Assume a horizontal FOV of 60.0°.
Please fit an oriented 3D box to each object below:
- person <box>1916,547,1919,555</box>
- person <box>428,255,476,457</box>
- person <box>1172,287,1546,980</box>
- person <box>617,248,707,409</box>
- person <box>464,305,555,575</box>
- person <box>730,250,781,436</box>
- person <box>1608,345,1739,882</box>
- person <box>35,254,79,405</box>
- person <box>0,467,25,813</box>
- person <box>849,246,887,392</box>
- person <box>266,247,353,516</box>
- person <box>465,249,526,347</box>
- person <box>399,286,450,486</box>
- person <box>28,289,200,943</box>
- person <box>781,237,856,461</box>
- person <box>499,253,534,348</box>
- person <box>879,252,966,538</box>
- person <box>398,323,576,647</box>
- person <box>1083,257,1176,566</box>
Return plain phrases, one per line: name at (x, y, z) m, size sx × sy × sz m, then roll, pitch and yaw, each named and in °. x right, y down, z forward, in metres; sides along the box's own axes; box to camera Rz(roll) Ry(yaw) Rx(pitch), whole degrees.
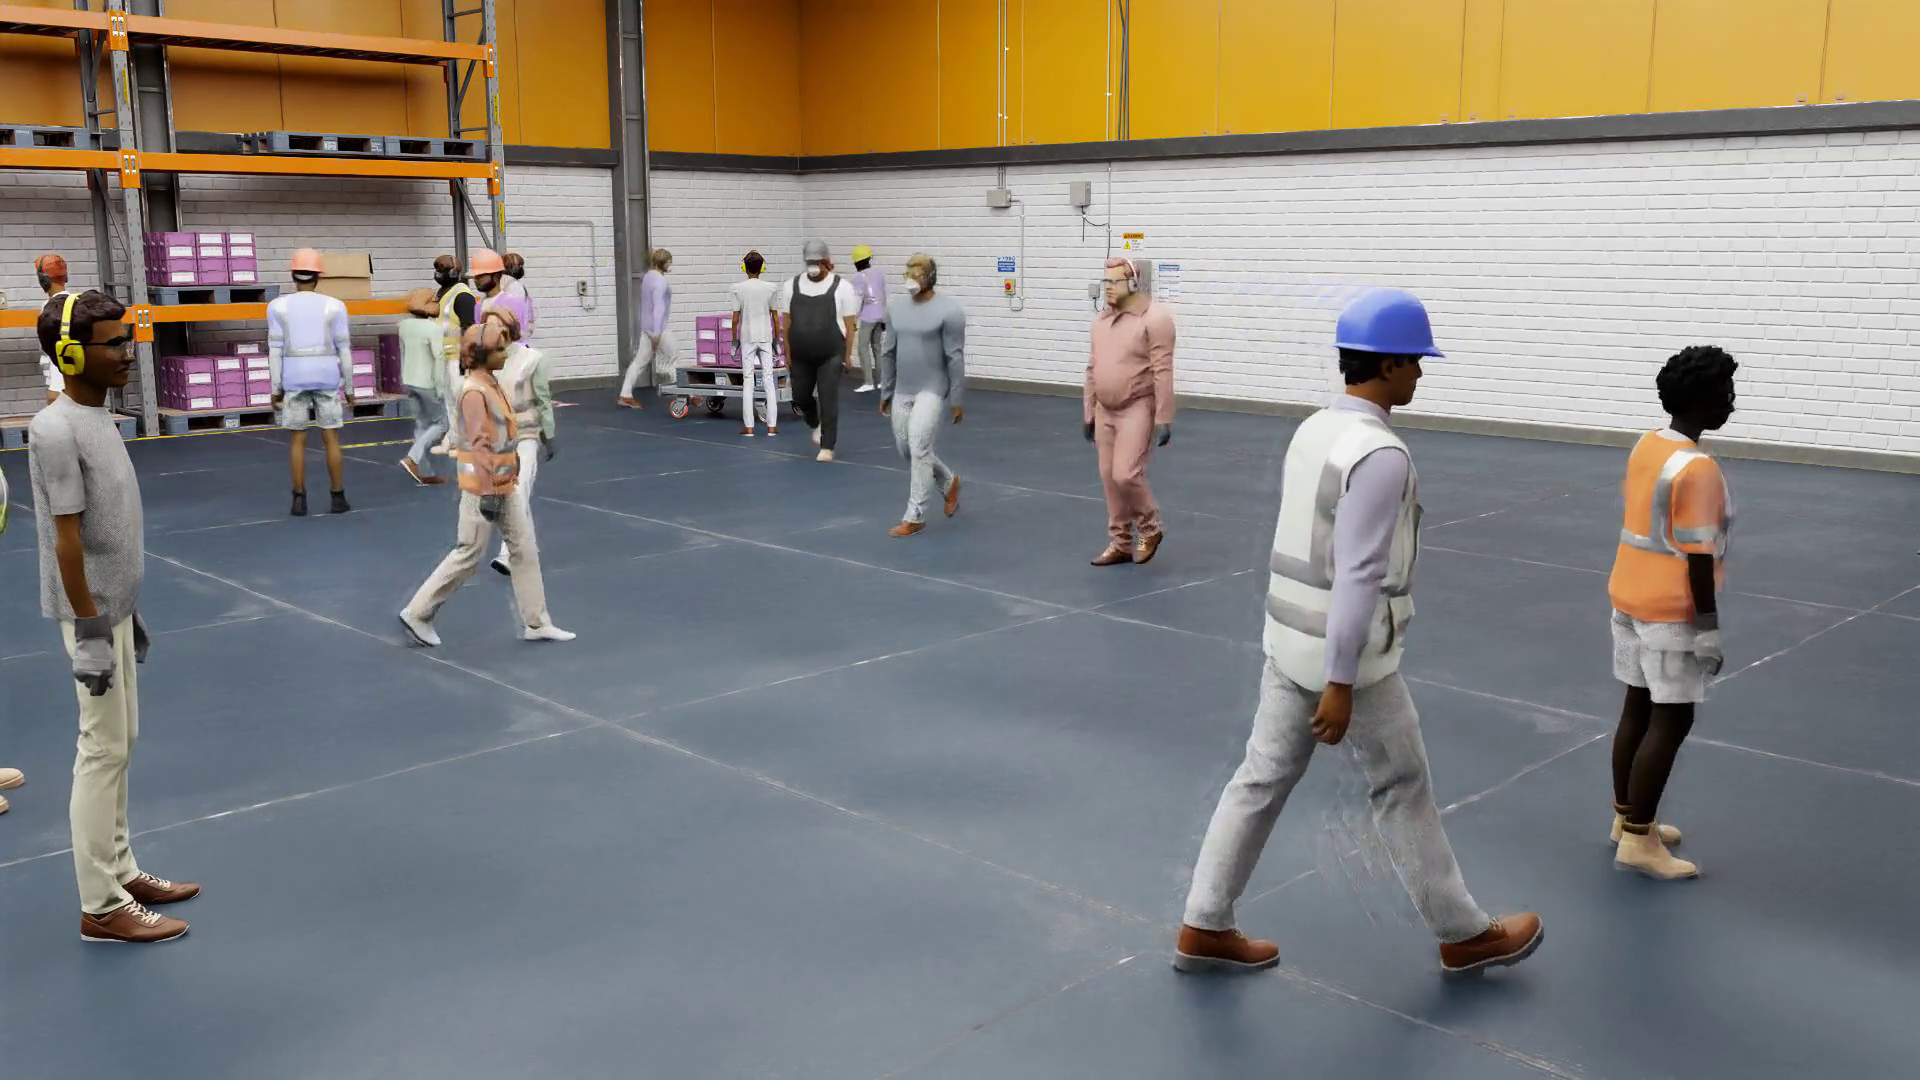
person at (6.598, -0.883, 10.556) m, size 1.007 × 1.986 × 0.642 m, roll -5°, pitch 11°, yaw -23°
person at (-4.673, -1.683, 15.267) m, size 0.429 × 1.842 × 0.636 m, roll -10°, pitch 14°, yaw -42°
person at (1.060, 0.278, 4.467) m, size 1.029 × 1.887 × 0.612 m, roll -2°, pitch 11°, yaw -10°
person at (-3.541, -2.456, 19.408) m, size 1.069 × 1.879 × 0.646 m, roll -6°, pitch 12°, yaw -30°
person at (-2.731, -0.592, 9.952) m, size 0.535 × 1.590 × 0.877 m, roll 2°, pitch 11°, yaw 10°
person at (-2.069, -1.981, 16.811) m, size 0.521 × 1.874 × 0.328 m, roll -2°, pitch 11°, yaw -13°
person at (2.245, 0.227, 5.303) m, size 0.351 × 1.680 × 0.563 m, roll 0°, pitch 10°, yaw 2°
person at (-6.652, -1.176, 12.392) m, size 0.360 × 1.882 × 0.575 m, roll -1°, pitch 10°, yaw -8°
person at (-3.562, 0.047, 5.833) m, size 0.430 × 1.843 × 0.626 m, roll -3°, pitch 11°, yaw -16°
person at (-1.181, -2.893, 21.756) m, size 0.420 × 1.886 × 0.856 m, roll 5°, pitch 11°, yaw 24°
person at (-4.691, -1.139, 12.043) m, size 0.553 × 1.935 × 0.366 m, roll -3°, pitch 11°, yaw -18°
person at (-3.548, -1.222, 12.532) m, size 0.628 × 1.915 × 0.582 m, roll -9°, pitch 14°, yaw -42°
person at (-4.341, -1.216, 13.330) m, size 0.511 × 1.622 × 0.457 m, roll 6°, pitch 12°, yaw 30°
person at (-2.450, 0.223, 4.796) m, size 0.323 × 1.871 × 0.528 m, roll -3°, pitch 11°, yaw -17°
person at (-1.283, -1.760, 15.142) m, size 0.683 × 2.000 × 0.742 m, roll 2°, pitch 11°, yaw 10°
person at (-4.793, -2.158, 17.896) m, size 0.430 × 1.836 × 0.618 m, roll -8°, pitch 13°, yaw -37°
person at (-0.221, -1.001, 11.348) m, size 0.638 × 1.919 × 0.825 m, roll 8°, pitch 13°, yaw 38°
person at (-2.364, -0.260, 8.150) m, size 0.806 × 1.606 × 0.527 m, roll -1°, pitch 10°, yaw -3°
person at (0.981, -0.760, 10.091) m, size 0.430 × 1.890 × 0.676 m, roll -8°, pitch 13°, yaw -38°
